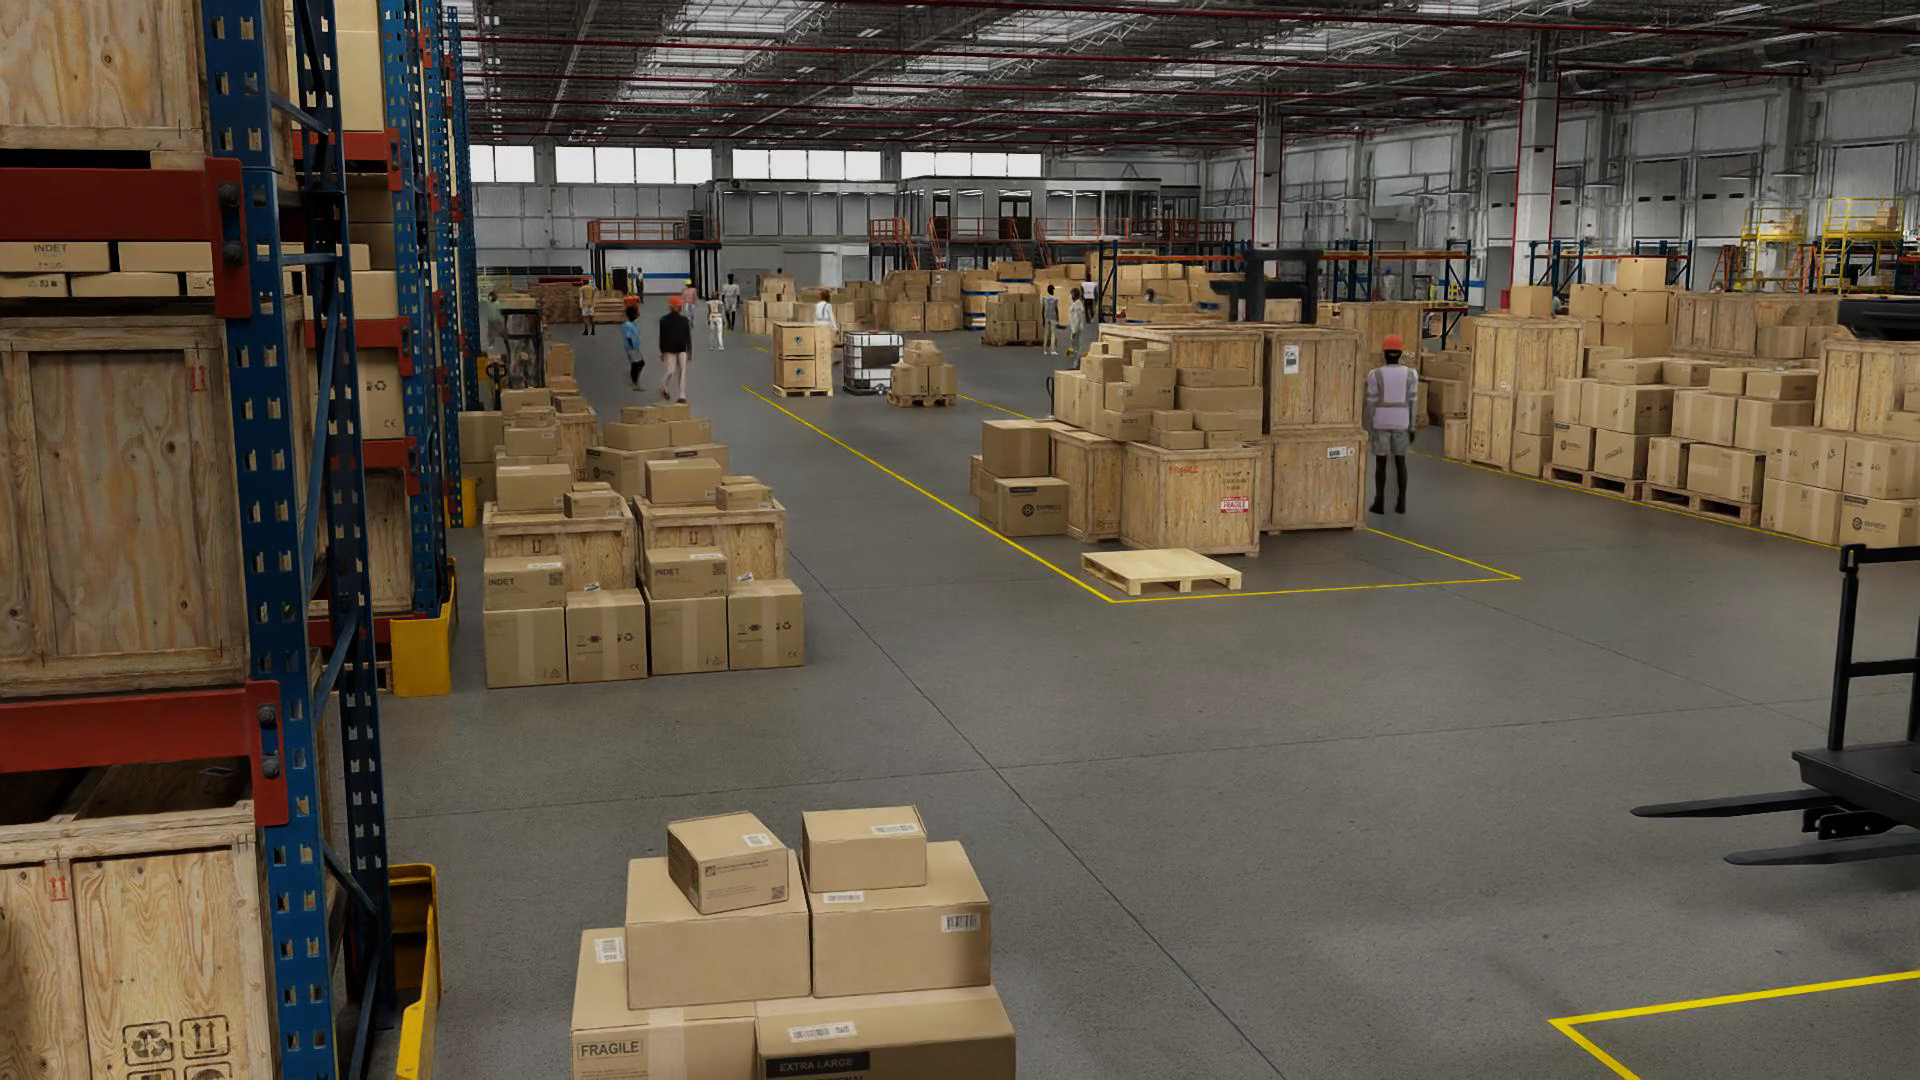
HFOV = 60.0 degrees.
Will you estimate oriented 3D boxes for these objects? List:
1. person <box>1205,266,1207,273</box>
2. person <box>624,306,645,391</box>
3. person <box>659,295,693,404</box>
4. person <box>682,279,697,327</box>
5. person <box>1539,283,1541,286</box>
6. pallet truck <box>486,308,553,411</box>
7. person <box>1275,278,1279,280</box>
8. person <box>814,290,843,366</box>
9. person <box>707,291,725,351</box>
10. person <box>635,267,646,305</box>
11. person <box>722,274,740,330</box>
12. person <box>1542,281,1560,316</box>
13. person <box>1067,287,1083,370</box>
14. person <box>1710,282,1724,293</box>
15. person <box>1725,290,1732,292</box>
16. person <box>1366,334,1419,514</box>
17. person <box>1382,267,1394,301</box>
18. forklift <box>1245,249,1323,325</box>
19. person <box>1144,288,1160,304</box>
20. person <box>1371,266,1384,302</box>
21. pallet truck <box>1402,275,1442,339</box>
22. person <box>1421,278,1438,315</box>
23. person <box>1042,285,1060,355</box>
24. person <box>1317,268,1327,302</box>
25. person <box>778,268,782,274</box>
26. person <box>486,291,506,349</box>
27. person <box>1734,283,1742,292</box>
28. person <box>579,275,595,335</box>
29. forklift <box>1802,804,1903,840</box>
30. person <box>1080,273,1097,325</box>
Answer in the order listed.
[{"bbox_3d":[11.808,-12.294,80.464,0.376,1.933,0.551,-1,10,-4],"label":"person"},{"bbox_3d":[-6.481,-3.812,33.129,0.379,1.686,0.549,2,10,12],"label":"person"},{"bbox_3d":[-5.160,-3.450,30.234,0.645,1.981,0.463,-8,13,-39],"label":"person"},{"bbox_3d":[-9.480,-8.282,58.273,0.526,1.745,0.692,-2,10,-10],"label":"person"},{"bbox_3d":[16.499,-6.455,47.563,0.962,1.882,0.575,3,10,14],"label":"person"},{"bbox_3d":[-6.242,-2.418,24.362,0.823,1.965,1.885,1,10,3],"label":"pallet truck"},{"bbox_3d":[10.230,-7.554,53.921,0.370,1.837,0.702,8,13,37],"label":"person"},{"bbox_3d":[-3.225,-5.011,39.544,1.003,1.835,0.592,-7,12,-34],"label":"person"},{"bbox_3d":[-6.736,-6.046,45.914,0.514,1.645,0.309,2,10,11],"label":"person"},{"bbox_3d":[-15.746,-12.496,81.862,0.508,1.847,0.345,7,12,35],"label":"person"},{"bbox_3d":[-7.823,-8.107,56.703,0.645,1.945,0.614,-1,10,-4],"label":"person"},{"bbox_3d":[14.213,-5.278,40.439,0.687,2.000,0.535,3,10,17],"label":"person"},{"bbox_3d":[2.617,-4.757,37.779,0.372,1.940,0.631,0,10,2],"label":"person"},{"bbox_3d":[20.885,-6.173,45.924,0.639,1.888,0.917,7,12,34],"label":"person"},{"bbox_3d":[20.899,-5.974,45.345,0.535,1.699,0.321,4,11,21],"label":"person"},{"bbox_3d":[4.632,-1.246,17.906,0.551,1.932,0.378,0,10,0],"label":"person"},{"bbox_3d":[19.317,-11.307,74.903,0.606,1.932,0.614,-7,12,-34],"label":"person"},{"bbox_3d":[4.049,-2.263,20.987,1.129,2.768,1.873,-3,10,-16],"label":"forklift"},{"bbox_3d":[4.264,-4.745,37.735,0.505,1.924,0.644,-4,11,-20],"label":"person"},{"bbox_3d":[19.364,-11.733,77.183,0.813,1.975,0.606,-2,10,-11],"label":"person"},{"bbox_3d":[14.620,-7.324,52.145,0.823,1.965,1.885,8,13,40],"label":"pallet truck"},{"bbox_3d":[15.580,-7.819,55.402,0.624,1.841,0.430,-4,11,-22],"label":"person"},{"bbox_3d":[2.409,-5.826,44.067,0.510,1.860,0.333,6,12,32],"label":"person"},{"bbox_3d":[17.198,-12.064,79.466,0.431,1.836,0.618,-10,14,-44],"label":"person"},{"bbox_3d":[-8.196,-11.410,75.664,0.605,1.872,1.002,0,10,-2],"label":"person"},{"bbox_3d":[-13.137,-6.228,47.056,0.504,1.609,0.714,4,11,19],"label":"person"},{"bbox_3d":[20.852,-5.963,44.750,0.594,1.889,0.908,6,12,30],"label":"person"},{"bbox_3d":[-12.080,-7.597,53.887,0.543,1.928,0.370,-7,12,-35],"label":"person"},{"bbox_3d":[5.131,0.112,7.541,1.873,2.768,1.129,-3,10,-15],"label":"forklift"},{"bbox_3d":[4.706,-8.848,61.075,0.586,1.896,0.505,-2,10,-10],"label":"person"}]
